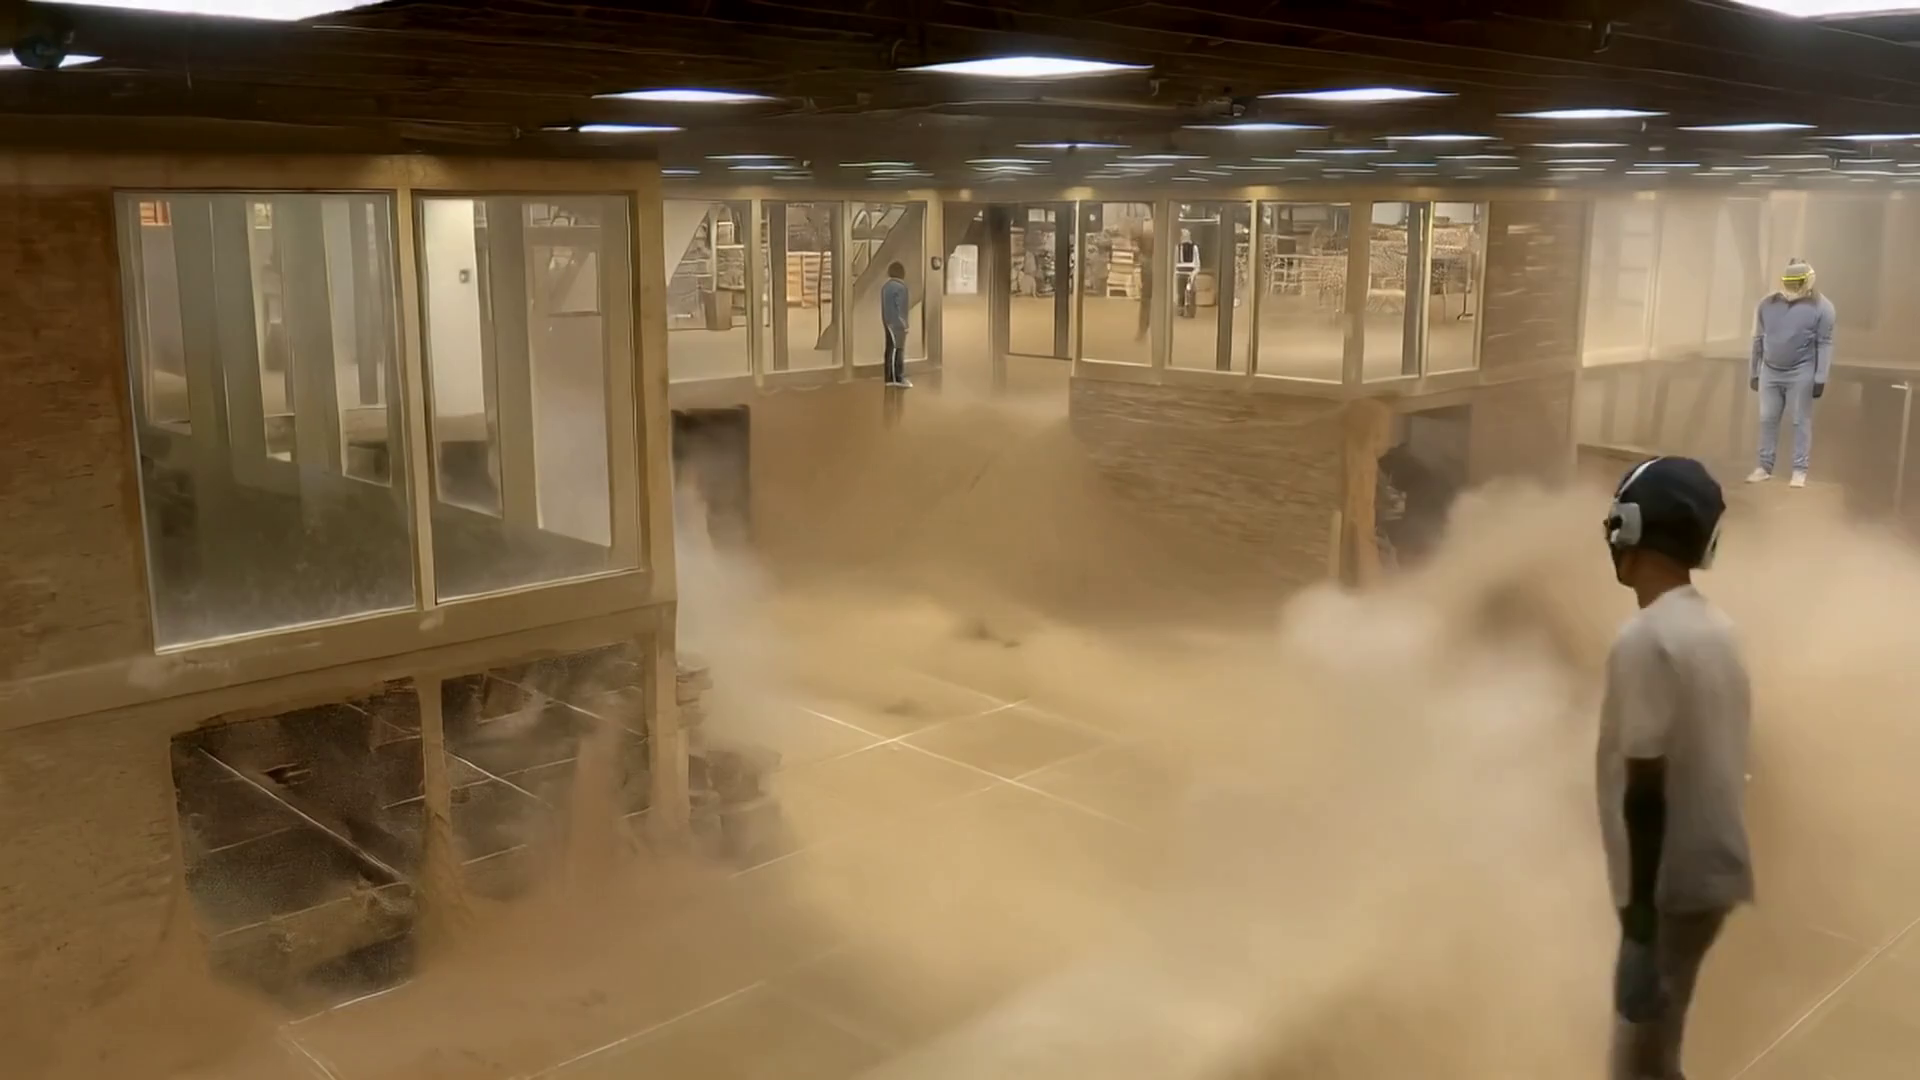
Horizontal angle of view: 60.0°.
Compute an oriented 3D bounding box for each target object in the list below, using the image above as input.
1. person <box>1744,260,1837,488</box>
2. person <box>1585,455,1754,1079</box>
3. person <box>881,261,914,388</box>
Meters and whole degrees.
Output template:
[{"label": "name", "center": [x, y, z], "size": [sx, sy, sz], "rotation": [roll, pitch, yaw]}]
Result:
[{"label": "person", "center": [6.955, -1.393, 13.973], "size": [0.399, 1.900, 0.643], "rotation": [-9, 14, -38]}, {"label": "person", "center": [1.492, 0.760, 3.368], "size": [0.583, 1.827, 0.632], "rotation": [-11, 16, -43]}, {"label": "person", "center": [-0.829, -2.804, 21.687], "size": [0.285, 1.636, 0.497], "rotation": [-9, 15, -39]}]
